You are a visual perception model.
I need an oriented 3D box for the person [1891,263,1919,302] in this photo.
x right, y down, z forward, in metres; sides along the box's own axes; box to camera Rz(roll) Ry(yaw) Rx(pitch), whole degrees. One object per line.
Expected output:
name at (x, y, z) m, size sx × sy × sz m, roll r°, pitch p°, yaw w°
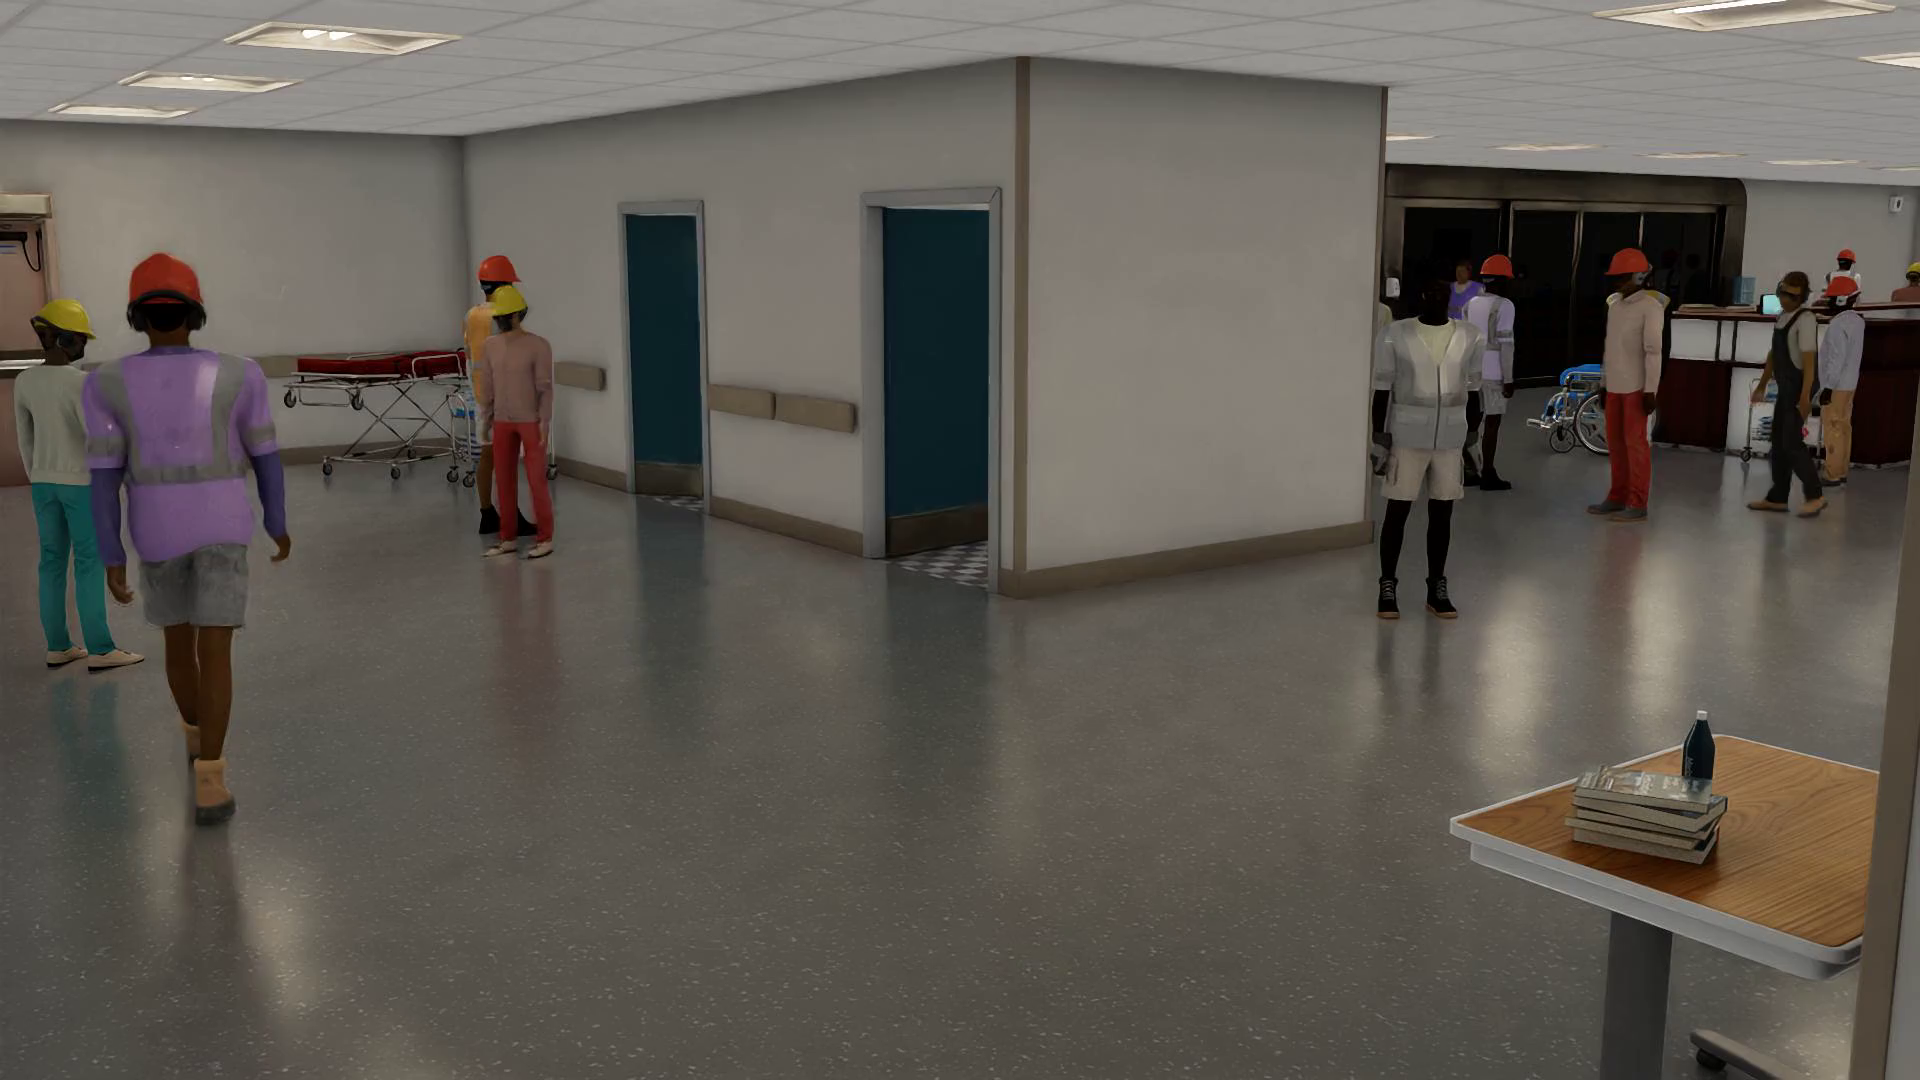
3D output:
person at (12.482, -2.745, 21.833) m, size 0.523 × 1.769 × 0.319 m, roll 8°, pitch 13°, yaw 37°

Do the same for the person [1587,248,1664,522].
person at (4.852, -1.124, 12.151) m, size 0.414 × 1.985 × 0.625 m, roll -2°, pitch 10°, yaw -10°

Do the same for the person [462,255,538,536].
person at (-3.171, -0.988, 11.505) m, size 0.548 × 1.938 × 0.358 m, roll 7°, pitch 13°, yaw 36°

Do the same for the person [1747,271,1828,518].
person at (6.234, -1.087, 12.407) m, size 0.468 × 1.827 × 0.693 m, roll 2°, pitch 10°, yaw 12°

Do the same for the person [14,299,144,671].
person at (-4.211, -0.255, 7.909) m, size 0.524 × 1.759 × 0.328 m, roll 4°, pitch 11°, yaw 21°

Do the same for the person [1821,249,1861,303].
person at (13.477, -3.474, 25.473) m, size 0.388 × 1.925 × 0.548 m, roll -10°, pitch 14°, yaw -44°

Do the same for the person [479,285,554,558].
person at (-2.864, -0.751, 10.702) m, size 0.550 × 1.754 × 0.367 m, roll 3°, pitch 11°, yaw 19°

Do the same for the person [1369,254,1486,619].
person at (2.509, -0.545, 8.943) m, size 0.613 × 1.963 × 0.362 m, roll 0°, pitch 10°, yaw -2°

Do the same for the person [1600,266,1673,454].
person at (6.447, -1.717, 15.893) m, size 0.628 × 1.835 × 0.429 m, roll 4°, pitch 11°, yaw 23°

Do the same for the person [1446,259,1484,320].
person at (6.683, -2.790, 21.946) m, size 0.734 × 1.820 × 0.578 m, roll -9°, pitch 14°, yaw -42°

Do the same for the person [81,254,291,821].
person at (-2.805, -0.037, 6.080) m, size 0.624 × 1.984 × 1.097 m, roll -3°, pitch 11°, yaw -16°

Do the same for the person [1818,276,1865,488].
person at (7.265, -1.306, 13.807) m, size 0.335 × 1.748 × 0.572 m, roll 9°, pitch 14°, yaw 41°

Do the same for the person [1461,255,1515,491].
person at (4.363, -1.372, 13.699) m, size 0.377 × 1.931 × 0.545 m, roll -5°, pitch 11°, yaw -24°
